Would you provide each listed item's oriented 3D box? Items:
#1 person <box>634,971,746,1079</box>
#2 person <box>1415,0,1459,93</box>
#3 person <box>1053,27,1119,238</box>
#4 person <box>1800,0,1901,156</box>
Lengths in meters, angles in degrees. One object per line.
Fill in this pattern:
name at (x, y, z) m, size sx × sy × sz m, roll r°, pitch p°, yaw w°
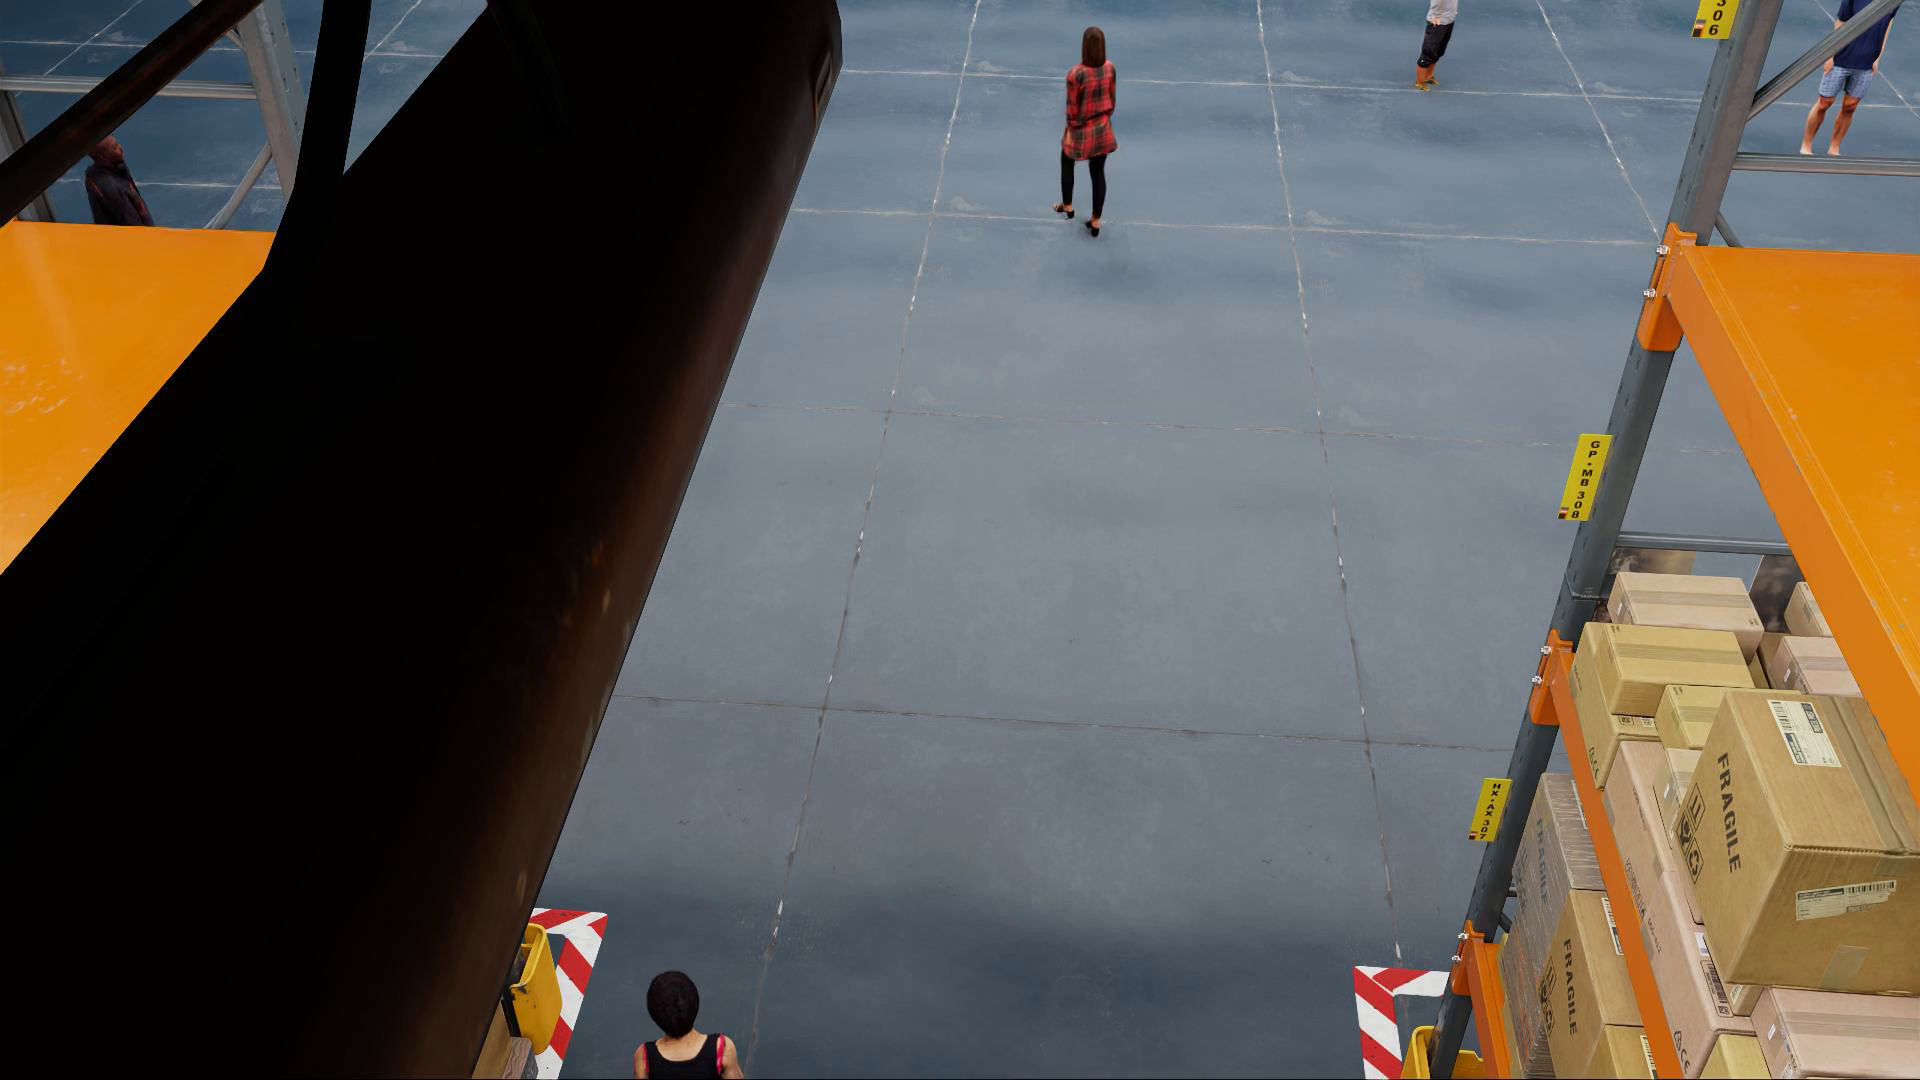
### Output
person at (-1.026, 2.282, 6.337) m, size 0.630 × 1.532 × 0.635 m, roll -3°, pitch 38°, yaw -4°
person at (4.556, -5.001, 15.708) m, size 0.709 × 1.455 × 0.612 m, roll 28°, pitch 46°, yaw 31°
person at (1.061, -3.208, 13.229) m, size 0.821 × 1.686 × 0.918 m, roll -15°, pitch 40°, yaw -18°
person at (7.674, -4.137, 14.290) m, size 0.619 × 1.843 × 0.566 m, roll 6°, pitch 38°, yaw 8°
